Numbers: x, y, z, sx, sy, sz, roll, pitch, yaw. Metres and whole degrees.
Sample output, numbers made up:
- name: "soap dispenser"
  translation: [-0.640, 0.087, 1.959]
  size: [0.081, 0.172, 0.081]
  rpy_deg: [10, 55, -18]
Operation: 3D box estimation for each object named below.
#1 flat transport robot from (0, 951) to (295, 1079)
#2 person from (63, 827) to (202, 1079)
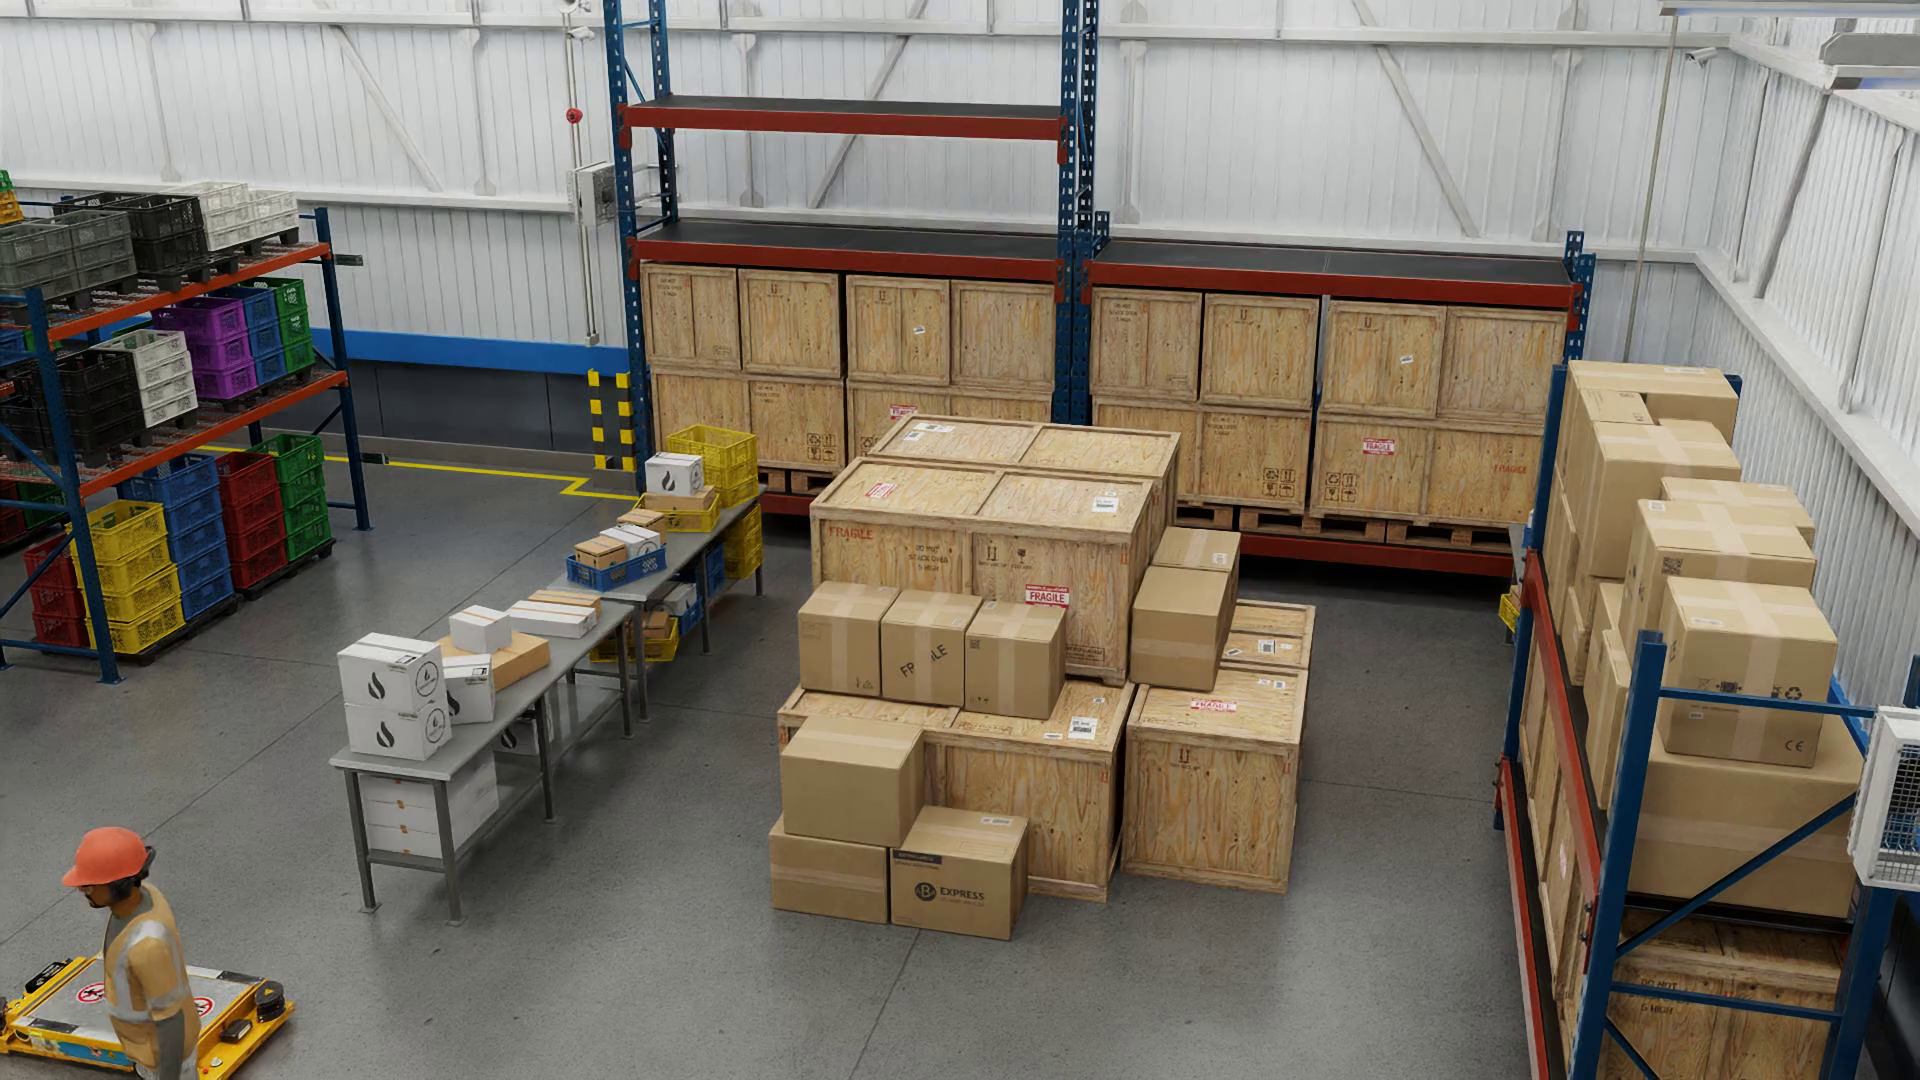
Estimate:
- name: "flat transport robot"
  translation: [-4.270, 2.464, 8.601]
  size: [1.431, 0.231, 0.659]
  rpy_deg: [5, 22, 13]
- name: "person"
  translation: [-3.417, 2.113, 7.034]
  size: [0.385, 2.045, 0.605]
  rpy_deg: [-13, 24, -30]
